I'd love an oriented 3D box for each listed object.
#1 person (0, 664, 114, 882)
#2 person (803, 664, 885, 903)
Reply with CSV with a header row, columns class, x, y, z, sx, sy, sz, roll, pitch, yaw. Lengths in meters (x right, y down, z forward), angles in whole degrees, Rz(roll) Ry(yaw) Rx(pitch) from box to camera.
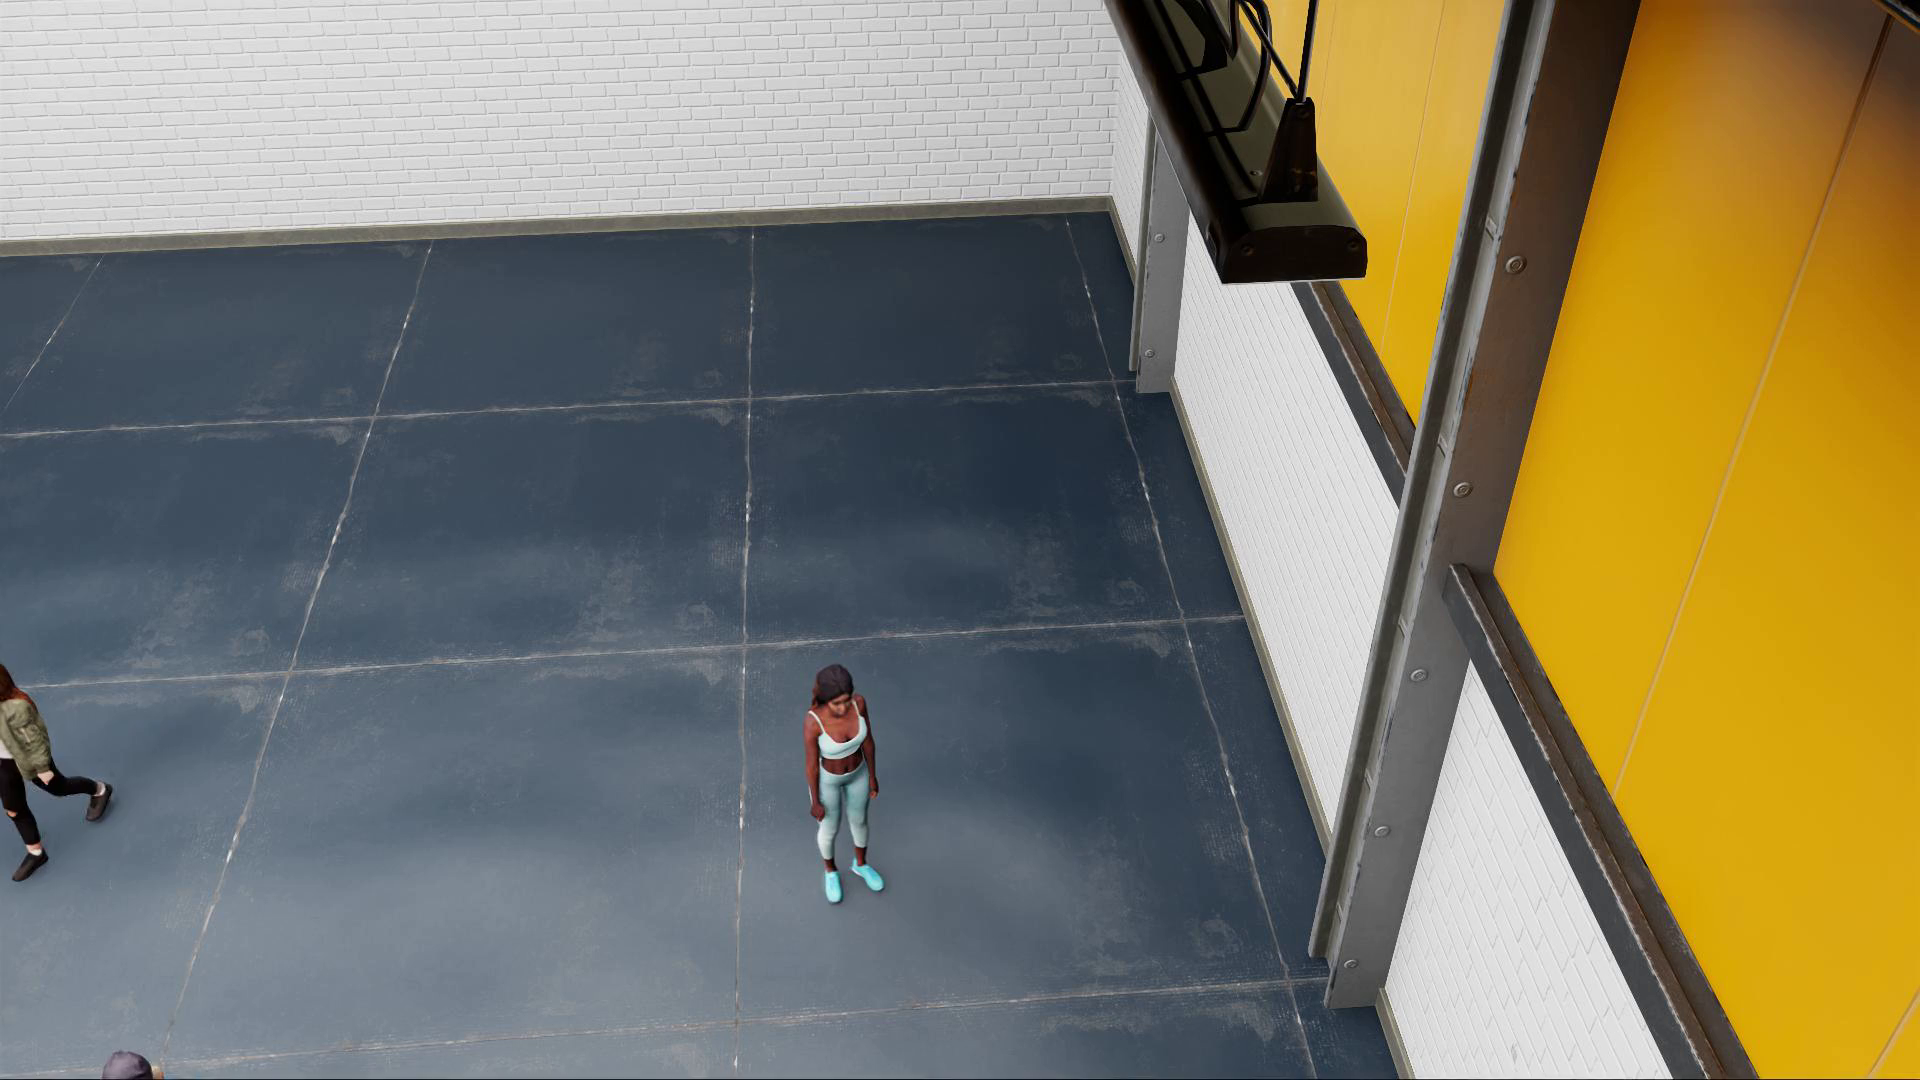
class,x,y,z,sx,sy,sz,roll,pitch,yaw
person,-5.263,1.204,9.449,0.837,1.446,1.055,12,40,14
person,-0.655,1.309,9.095,0.647,1.724,0.662,-20,43,-24
